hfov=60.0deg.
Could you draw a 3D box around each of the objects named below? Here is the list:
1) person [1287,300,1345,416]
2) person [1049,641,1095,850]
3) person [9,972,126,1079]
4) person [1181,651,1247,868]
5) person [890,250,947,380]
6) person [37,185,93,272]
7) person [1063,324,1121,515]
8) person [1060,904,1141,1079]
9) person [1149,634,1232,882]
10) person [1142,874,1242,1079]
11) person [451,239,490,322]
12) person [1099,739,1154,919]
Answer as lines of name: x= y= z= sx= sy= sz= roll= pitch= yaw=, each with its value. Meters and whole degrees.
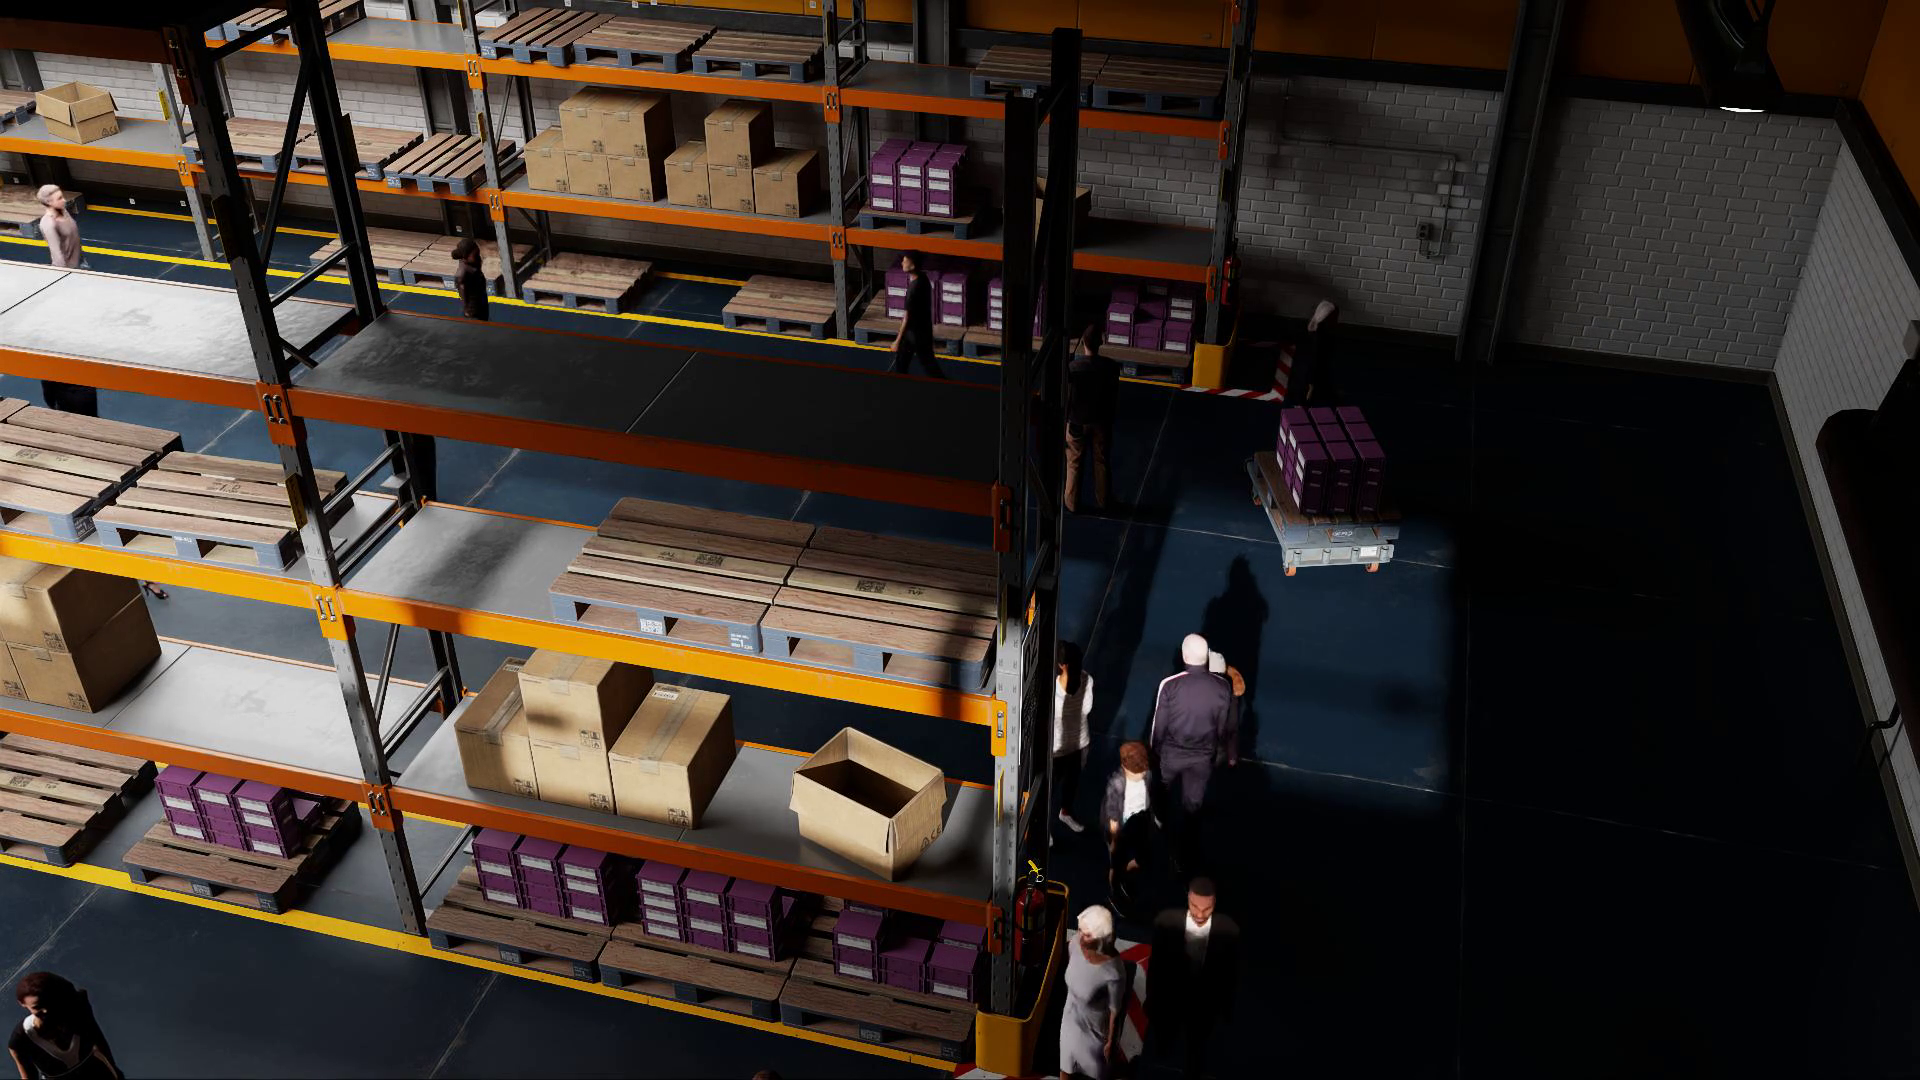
person: x=3.223 y=-1.464 z=15.561 sx=0.792 sy=1.729 sz=0.726 roll=0 pitch=34 yaw=0
person: x=0.714 y=1.371 z=11.372 sx=0.646 sy=1.646 sz=0.703 roll=-19 pitch=38 yaw=-26
person: x=-4.676 y=2.951 z=8.859 sx=0.615 sy=1.796 sz=0.649 roll=23 pitch=40 yaw=30
person: x=1.649 y=1.363 z=11.439 sx=1.096 sy=1.585 sz=0.913 roll=-2 pitch=34 yaw=-3
person: x=-0.333 y=-1.995 z=16.374 sx=1.195 sy=1.714 sz=0.812 roll=2 pitch=34 yaw=3
person: x=-9.434 y=-2.825 z=17.499 sx=1.184 sy=1.850 sz=0.906 roll=-3 pitch=34 yaw=-4
person: x=1.152 y=-1.084 z=14.887 sx=0.695 sy=1.842 sz=0.830 roll=-6 pitch=34 yaw=-9
person: x=0.783 y=2.671 z=9.338 sx=0.979 sy=1.732 sz=0.951 roll=29 pitch=43 yaw=36
person: x=1.517 y=1.514 z=11.025 sx=0.987 sy=1.790 sz=0.907 roll=-1 pitch=34 yaw=-2
person: x=1.294 y=2.538 z=9.487 sx=0.844 sy=1.788 sz=0.820 roll=3 pitch=34 yaw=5
person: x=-4.775 y=-2.264 z=16.837 sx=0.923 sy=1.649 sz=0.685 roll=4 pitch=34 yaw=6
person: x=1.052 y=1.841 z=10.855 sx=0.656 sy=1.434 sz=0.716 roll=-19 pitch=38 yaw=-27
